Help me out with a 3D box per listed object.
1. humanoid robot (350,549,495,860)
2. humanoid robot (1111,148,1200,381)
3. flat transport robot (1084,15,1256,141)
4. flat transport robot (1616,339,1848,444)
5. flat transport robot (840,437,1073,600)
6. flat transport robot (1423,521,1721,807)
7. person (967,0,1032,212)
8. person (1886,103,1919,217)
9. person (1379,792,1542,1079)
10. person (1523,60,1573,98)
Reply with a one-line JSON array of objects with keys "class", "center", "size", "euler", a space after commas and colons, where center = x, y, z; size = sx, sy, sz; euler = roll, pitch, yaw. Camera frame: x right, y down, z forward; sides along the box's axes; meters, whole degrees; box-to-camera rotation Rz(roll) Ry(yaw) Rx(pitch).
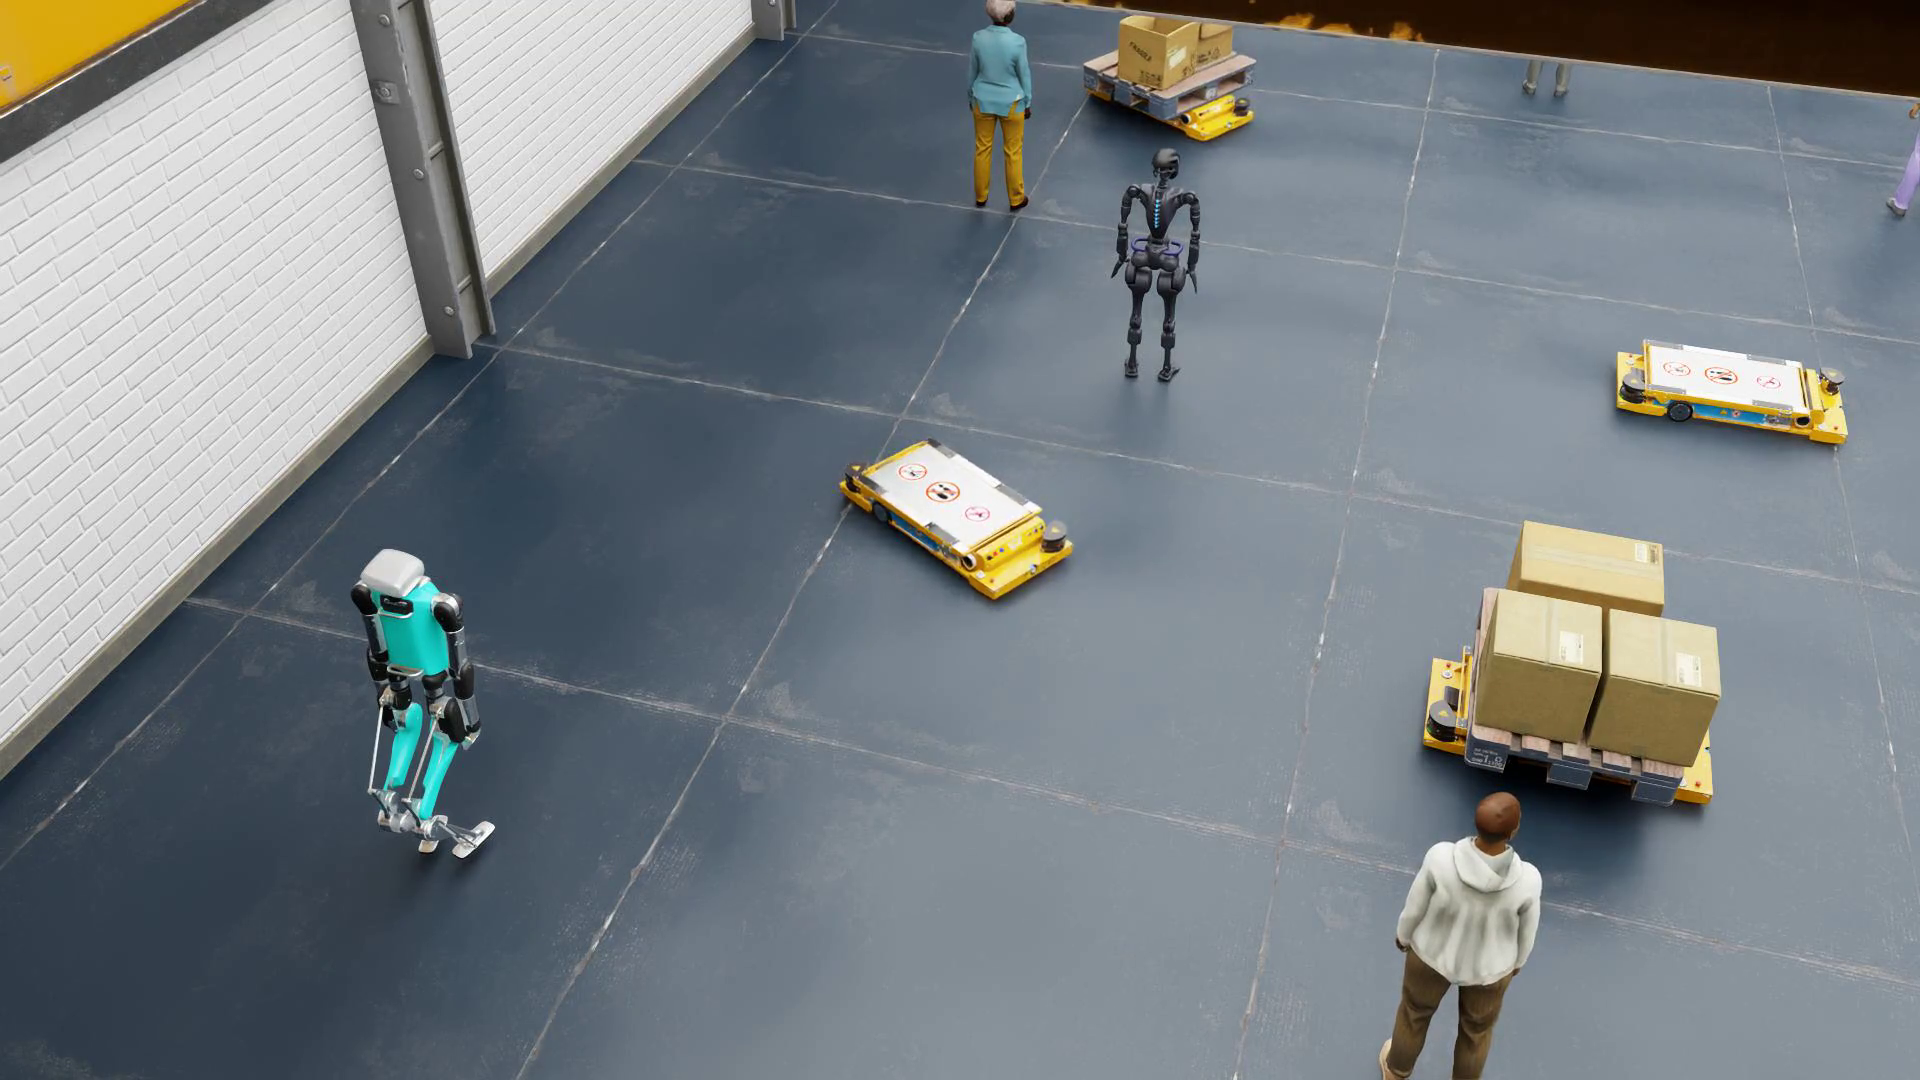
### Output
[{"class": "humanoid robot", "center": [-2.542, 0.880, 7.631], "size": [0.533, 1.677, 0.735], "euler": [11, 40, 13]}, {"class": "humanoid robot", "center": [1.310, -1.853, 11.177], "size": [0.599, 1.654, 0.315], "euler": [11, 40, 13]}, {"class": "flat transport robot", "center": [1.885, -3.983, 14.959], "size": [0.659, 0.231, 1.431], "euler": [-30, 47, -32]}, {"class": "flat transport robot", "center": [5.212, -1.013, 11.264], "size": [1.431, 0.231, 0.659], "euler": [11, 40, 13]}, {"class": "flat transport robot", "center": [-0.041, -0.174, 10.221], "size": [0.659, 0.231, 1.431], "euler": [-30, 47, -32]}, {"class": "flat transport robot", "center": [3.216, 0.963, 8.806], "size": [1.431, 0.231, 0.659], "euler": [11, 40, 13]}, {"class": "person", "center": [0.310, -3.430, 13.088], "size": [0.525, 1.750, 0.345], "euler": [12, 40, 15]}, {"class": "person", "center": [7.722, -3.367, 12.939], "size": [0.563, 1.840, 0.396], "euler": [12, 40, 15]}, {"class": "person", "center": [2.009, 1.689, 6.707], "size": [0.521, 1.767, 0.380], "euler": [12, 40, 15]}, {"class": "person", "center": [5.361, -4.841, 14.767], "size": [0.563, 1.846, 0.397], "euler": [12, 40, 15]}]
